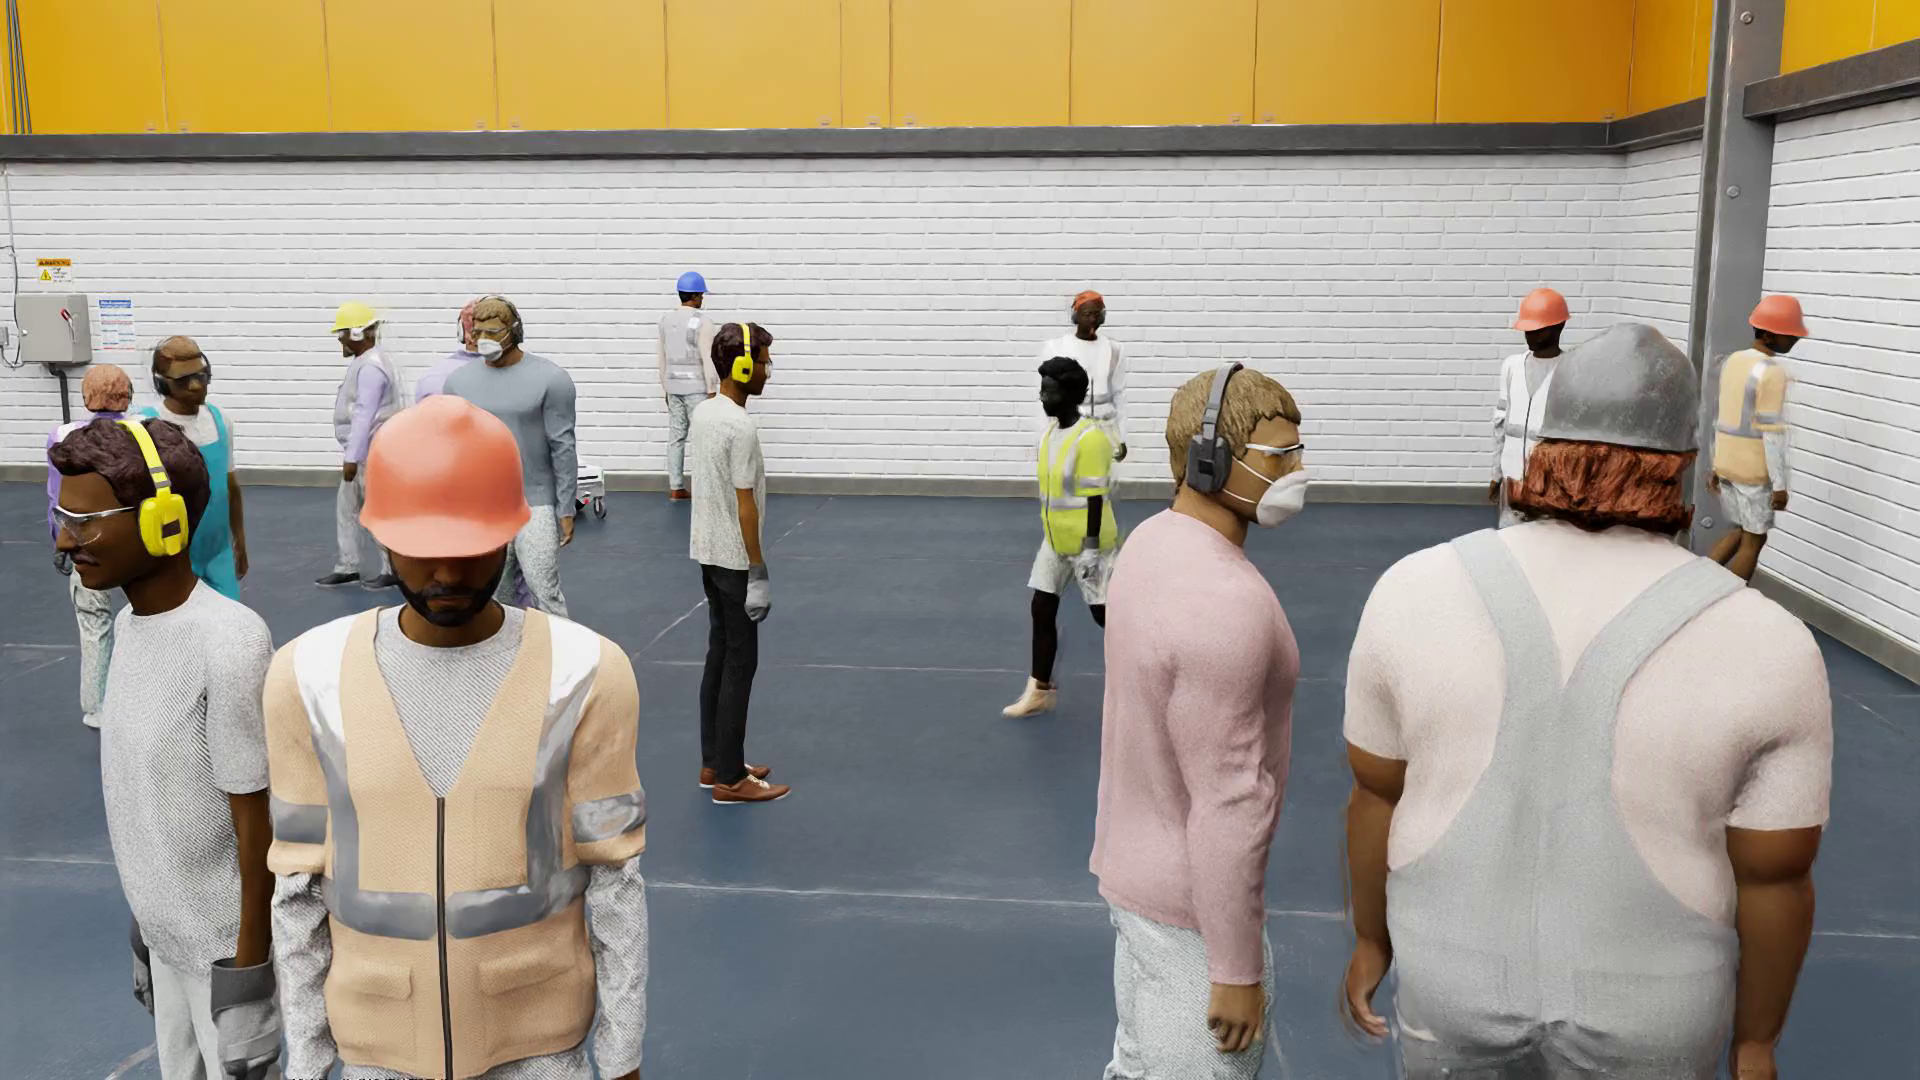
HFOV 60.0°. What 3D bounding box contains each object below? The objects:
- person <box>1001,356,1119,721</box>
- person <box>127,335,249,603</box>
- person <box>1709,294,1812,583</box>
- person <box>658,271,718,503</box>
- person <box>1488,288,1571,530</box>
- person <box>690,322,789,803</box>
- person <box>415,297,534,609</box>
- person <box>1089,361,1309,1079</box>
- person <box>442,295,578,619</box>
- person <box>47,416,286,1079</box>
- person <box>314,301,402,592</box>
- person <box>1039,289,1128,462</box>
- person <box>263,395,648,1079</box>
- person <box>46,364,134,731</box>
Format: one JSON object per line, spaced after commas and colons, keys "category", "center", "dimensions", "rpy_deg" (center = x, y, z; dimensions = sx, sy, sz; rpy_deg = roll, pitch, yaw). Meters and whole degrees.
{"category": "person", "center": [0.598, -0.011, 7.553], "dimensions": [0.788, 1.664, 0.534], "rpy_deg": [-6, 11, -29]}
{"category": "person", "center": [-3.206, 0.057, 6.786], "dimensions": [0.697, 1.799, 0.581], "rpy_deg": [5, 11, 25]}
{"category": "person", "center": [4.276, -0.384, 9.046], "dimensions": [0.481, 1.898, 0.596], "rpy_deg": [-1, 10, -4]}
{"category": "person", "center": [-2.251, -1.264, 13.914], "dimensions": [0.608, 1.946, 0.406], "rpy_deg": [7, 12, 36]}
{"category": "person", "center": [3.013, -0.343, 8.699], "dimensions": [0.374, 1.928, 0.542], "rpy_deg": [-9, 13, -42]}
{"category": "person", "center": [-0.857, 0.095, 6.412], "dimensions": [0.347, 1.857, 0.526], "rpy_deg": [-5, 11, -28]}
{"category": "person", "center": [-2.219, -0.192, 7.912], "dimensions": [0.639, 1.904, 0.407], "rpy_deg": [0, 10, -1]}
{"category": "person", "center": [0.423, 0.650, 2.989], "dimensions": [0.376, 1.937, 0.629], "rpy_deg": [-1, 10, -5]}
{"category": "person", "center": [-2.042, -0.144, 7.573], "dimensions": [0.636, 1.928, 0.384], "rpy_deg": [1, 10, 8]}
{"category": "person", "center": [-1.304, 0.717, 2.852], "dimensions": [0.510, 1.857, 0.324], "rpy_deg": [9, 13, 42]}
{"category": "person", "center": [-3.750, -0.566, 10.312], "dimensions": [0.591, 1.798, 0.633], "rpy_deg": [-4, 11, -24]}
{"category": "person", "center": [0.805, -0.695, 10.870], "dimensions": [0.598, 1.871, 0.489], "rpy_deg": [-3, 10, -16]}
{"category": "person", "center": [-0.744, 0.740, 2.513], "dimensions": [0.550, 1.926, 0.390], "rpy_deg": [-2, 10, -9]}
{"category": "person", "center": [-3.741, 0.034, 7.391], "dimensions": [0.530, 1.631, 0.312], "rpy_deg": [-6, 12, -31]}
